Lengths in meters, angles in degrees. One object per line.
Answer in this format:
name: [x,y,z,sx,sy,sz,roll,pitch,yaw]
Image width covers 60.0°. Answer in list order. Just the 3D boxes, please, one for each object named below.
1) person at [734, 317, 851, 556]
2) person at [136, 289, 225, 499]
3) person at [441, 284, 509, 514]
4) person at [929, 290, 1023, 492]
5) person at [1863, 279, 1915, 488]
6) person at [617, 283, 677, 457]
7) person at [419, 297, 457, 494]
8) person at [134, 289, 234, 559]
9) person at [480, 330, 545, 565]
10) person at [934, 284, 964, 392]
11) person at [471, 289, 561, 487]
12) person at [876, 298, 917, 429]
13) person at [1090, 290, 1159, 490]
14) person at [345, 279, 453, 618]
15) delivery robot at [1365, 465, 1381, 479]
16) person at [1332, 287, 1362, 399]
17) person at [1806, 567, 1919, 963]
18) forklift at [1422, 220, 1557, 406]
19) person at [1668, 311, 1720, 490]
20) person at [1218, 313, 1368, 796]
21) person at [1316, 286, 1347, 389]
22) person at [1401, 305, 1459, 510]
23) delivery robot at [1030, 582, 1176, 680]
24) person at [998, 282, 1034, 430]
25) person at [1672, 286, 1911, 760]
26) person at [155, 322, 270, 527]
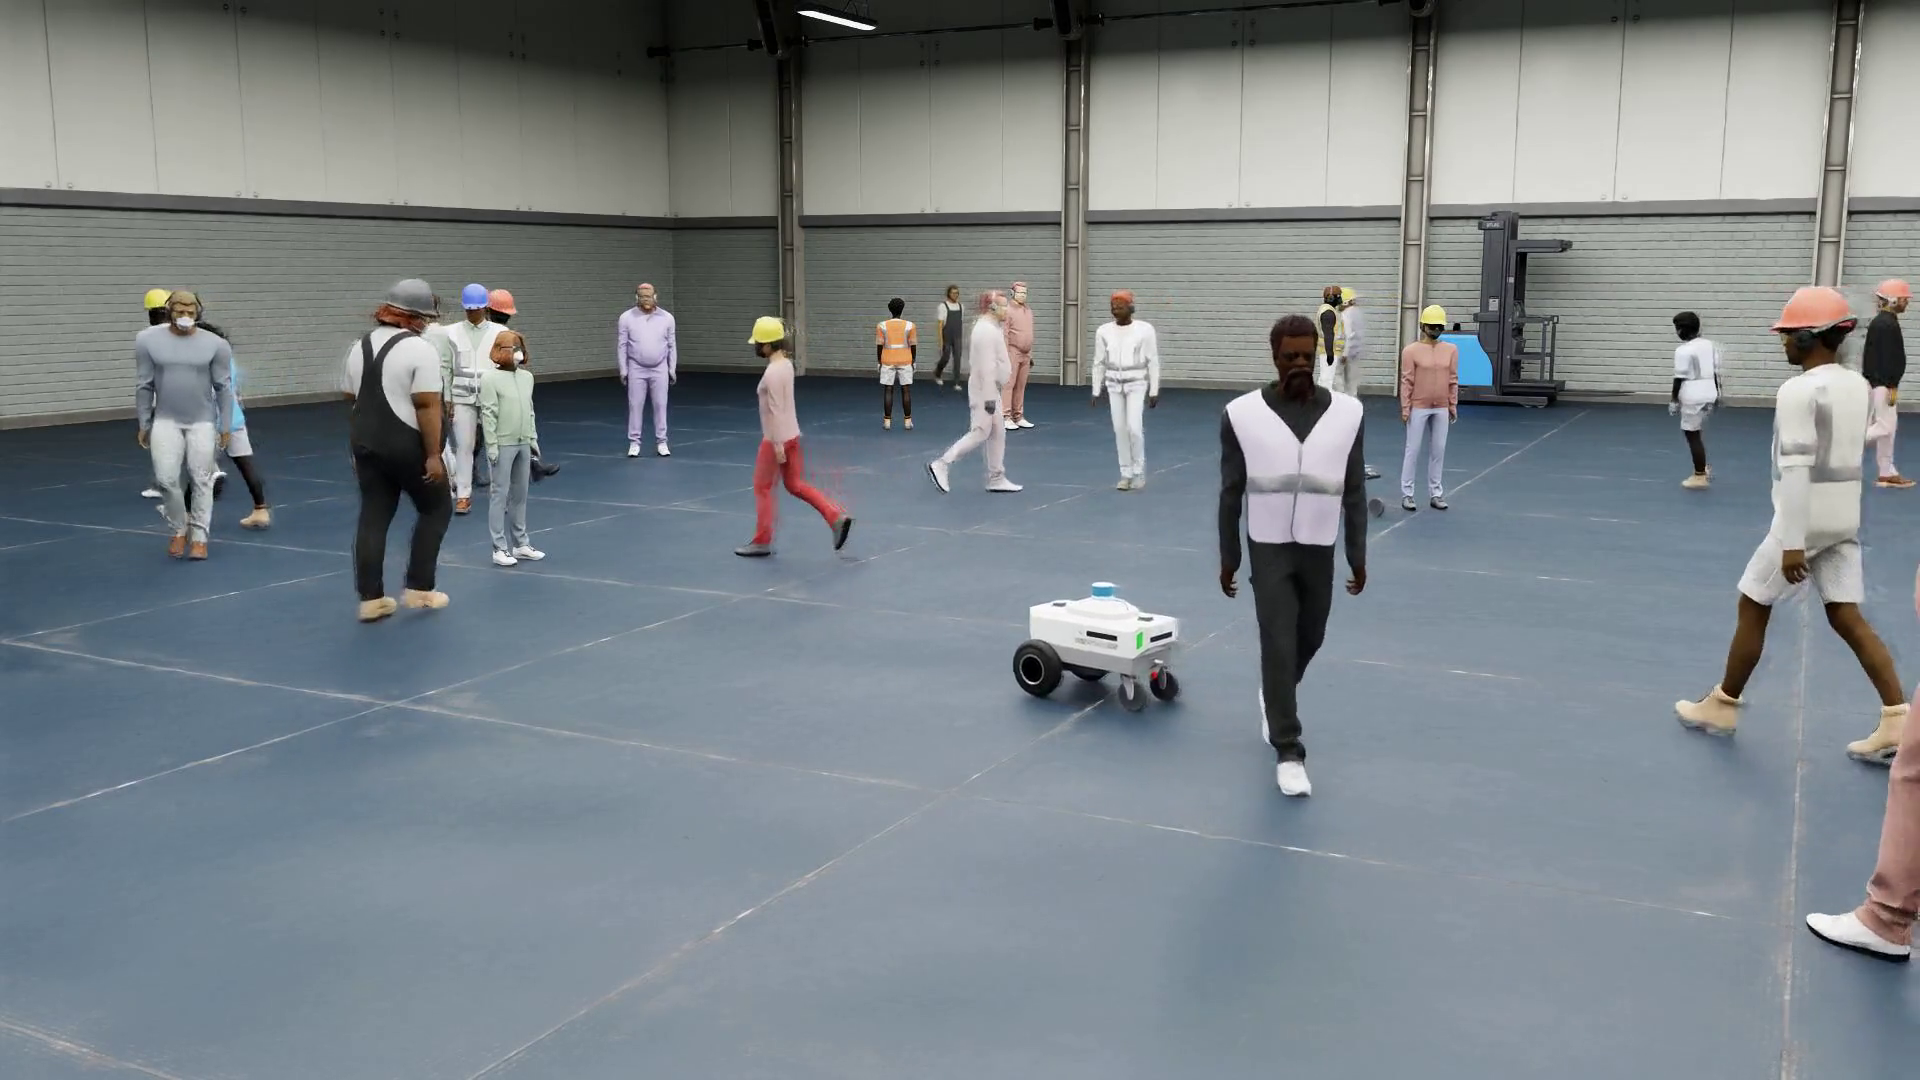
person: [-1.217,-0.733,11.882,0.781,1.730,0.538,2,9,11]
person: [-7.011,-1.297,14.895,0.887,1.897,0.598,5,10,26]
person: [-4.076,-1.191,14.079,0.602,1.939,0.399,-2,9,-12]
person: [0.151,-1.361,15.342,0.802,1.880,0.645,0,9,2]
person: [8.686,-1.484,15.766,0.746,1.978,0.626,3,10,20]
person: [-3.454,-1.876,18.404,0.651,1.906,0.403,-3,10,-15]
person: [-4.745,-1.290,14.950,0.399,1.853,0.527,4,10,21]
person: [-5.477,-0.809,11.778,0.641,1.917,0.475,-3,10,-19]
person: [-3.153,-0.656,11.708,0.284,1.636,0.500,4,10,25]
person: [-0.188,-3.484,28.612,0.505,1.825,0.726,-5,11,-29]
person: [-4.341,-1.440,15.826,0.965,1.862,0.576,-2,9,-10]
person: [-0.823,-2.290,21.597,0.542,1.695,0.316,0,9,-2]
person: [1.537,-1.391,15.536,0.593,1.865,0.525,5,10,26]
person: [-3.319,-0.539,9.875,0.785,2.000,0.663,5,10,27]
delivery robot: [3.218,-0.658,14.074,0.335,0.223,0.698,-8,12,-41]
person: [5.463,-2.676,23.626,0.463,1.808,0.628,5,10,28]
person: [3.050,0.359,4.769,0.646,1.865,0.897,-8,12,-40]
forklift: [8.245,-3.527,25.720,1.873,2.768,1.129,5,10,27]
person: [6.889,-1.309,15.611,0.600,1.662,0.425,-6,11,-34]
person: [1.346,0.014,6.813,0.598,1.885,0.903,-1,9,-4]
person: [5.095,-2.571,22.885,0.429,1.842,0.637,2,9,9]
person: [4.040,-1.138,14.313,0.517,1.757,0.336,-2,9,-12]
delivery robot: [0.688,0.450,8.057,0.707,0.478,0.477,8,12,41]
person: [0.756,-2.394,21.613,0.403,1.904,0.637,7,12,37]
person: [3.654,-0.075,7.055,0.627,1.996,1.059,-6,11,-32]
person: [-5.937,-0.906,13.196,0.914,1.635,0.550,1,9,7]
